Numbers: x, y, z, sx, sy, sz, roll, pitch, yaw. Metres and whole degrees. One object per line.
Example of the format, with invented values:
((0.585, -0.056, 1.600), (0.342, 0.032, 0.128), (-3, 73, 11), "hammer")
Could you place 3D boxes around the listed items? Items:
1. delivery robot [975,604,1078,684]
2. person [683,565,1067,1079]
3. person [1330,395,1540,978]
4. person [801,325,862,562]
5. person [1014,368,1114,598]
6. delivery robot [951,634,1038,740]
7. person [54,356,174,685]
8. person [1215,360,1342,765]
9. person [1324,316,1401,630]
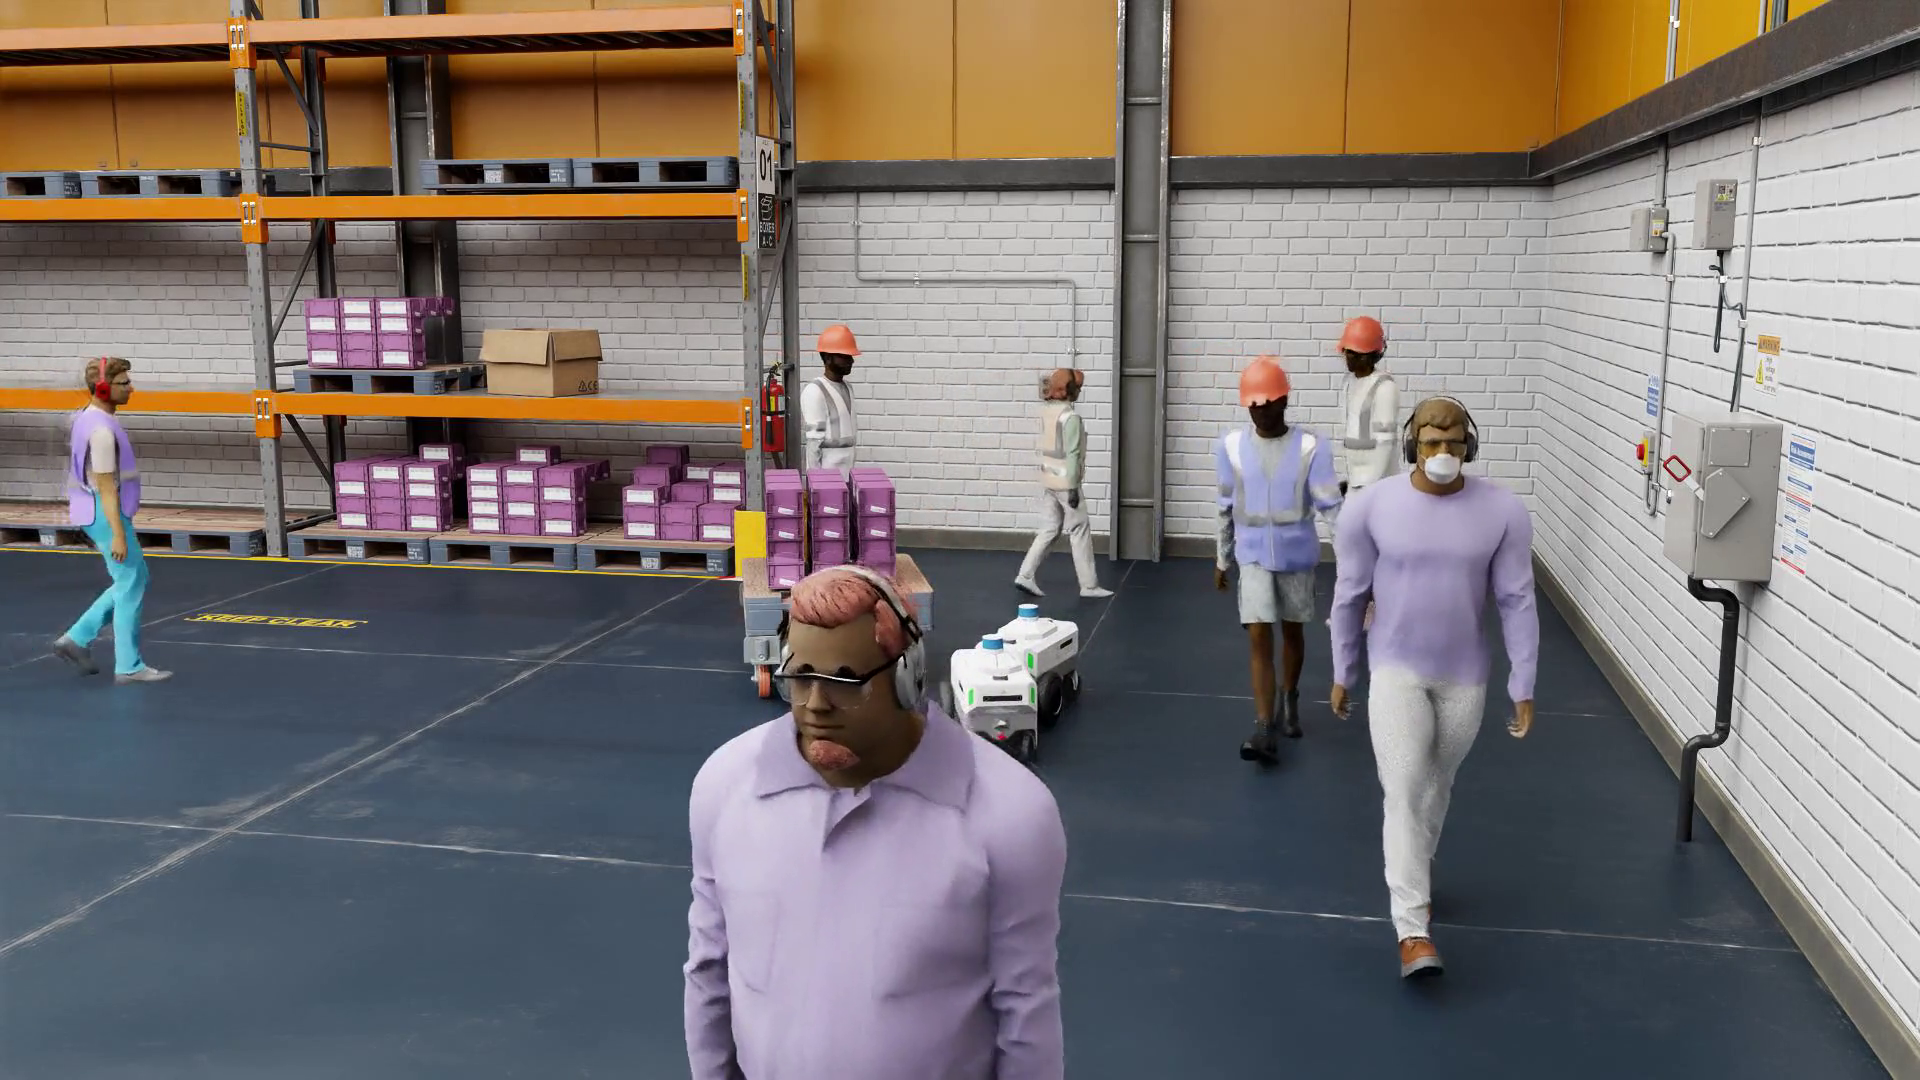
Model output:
((0.353, 0.576, 8.623), (0.477, 0.478, 0.707), (4, 10, 24), "delivery robot")
((-0.134, 0.940, 2.747), (0.644, 1.878, 0.745), (3, 10, 16), "person")
((1.585, 0.469, 5.539), (0.656, 1.883, 1.004), (1, 9, 5), "person")
((-0.793, -0.413, 10.704), (0.376, 1.935, 0.550), (4, 10, 21), "person")
((0.707, -0.385, 11.511), (0.689, 1.617, 0.530), (-3, 10, -20), "person")
((0.156, 0.694, 7.914), (0.477, 0.478, 0.707), (-1, 10, -6), "delivery robot")
((-4.669, -0.092, 9.111), (0.469, 1.821, 0.586), (-6, 11, -31), "person")
((1.523, 0.095, 7.845), (0.674, 1.869, 1.002), (3, 10, 17), "person")
((2.491, -0.374, 10.301), (0.454, 2.009, 0.677), (-2, 10, -11), "person")
